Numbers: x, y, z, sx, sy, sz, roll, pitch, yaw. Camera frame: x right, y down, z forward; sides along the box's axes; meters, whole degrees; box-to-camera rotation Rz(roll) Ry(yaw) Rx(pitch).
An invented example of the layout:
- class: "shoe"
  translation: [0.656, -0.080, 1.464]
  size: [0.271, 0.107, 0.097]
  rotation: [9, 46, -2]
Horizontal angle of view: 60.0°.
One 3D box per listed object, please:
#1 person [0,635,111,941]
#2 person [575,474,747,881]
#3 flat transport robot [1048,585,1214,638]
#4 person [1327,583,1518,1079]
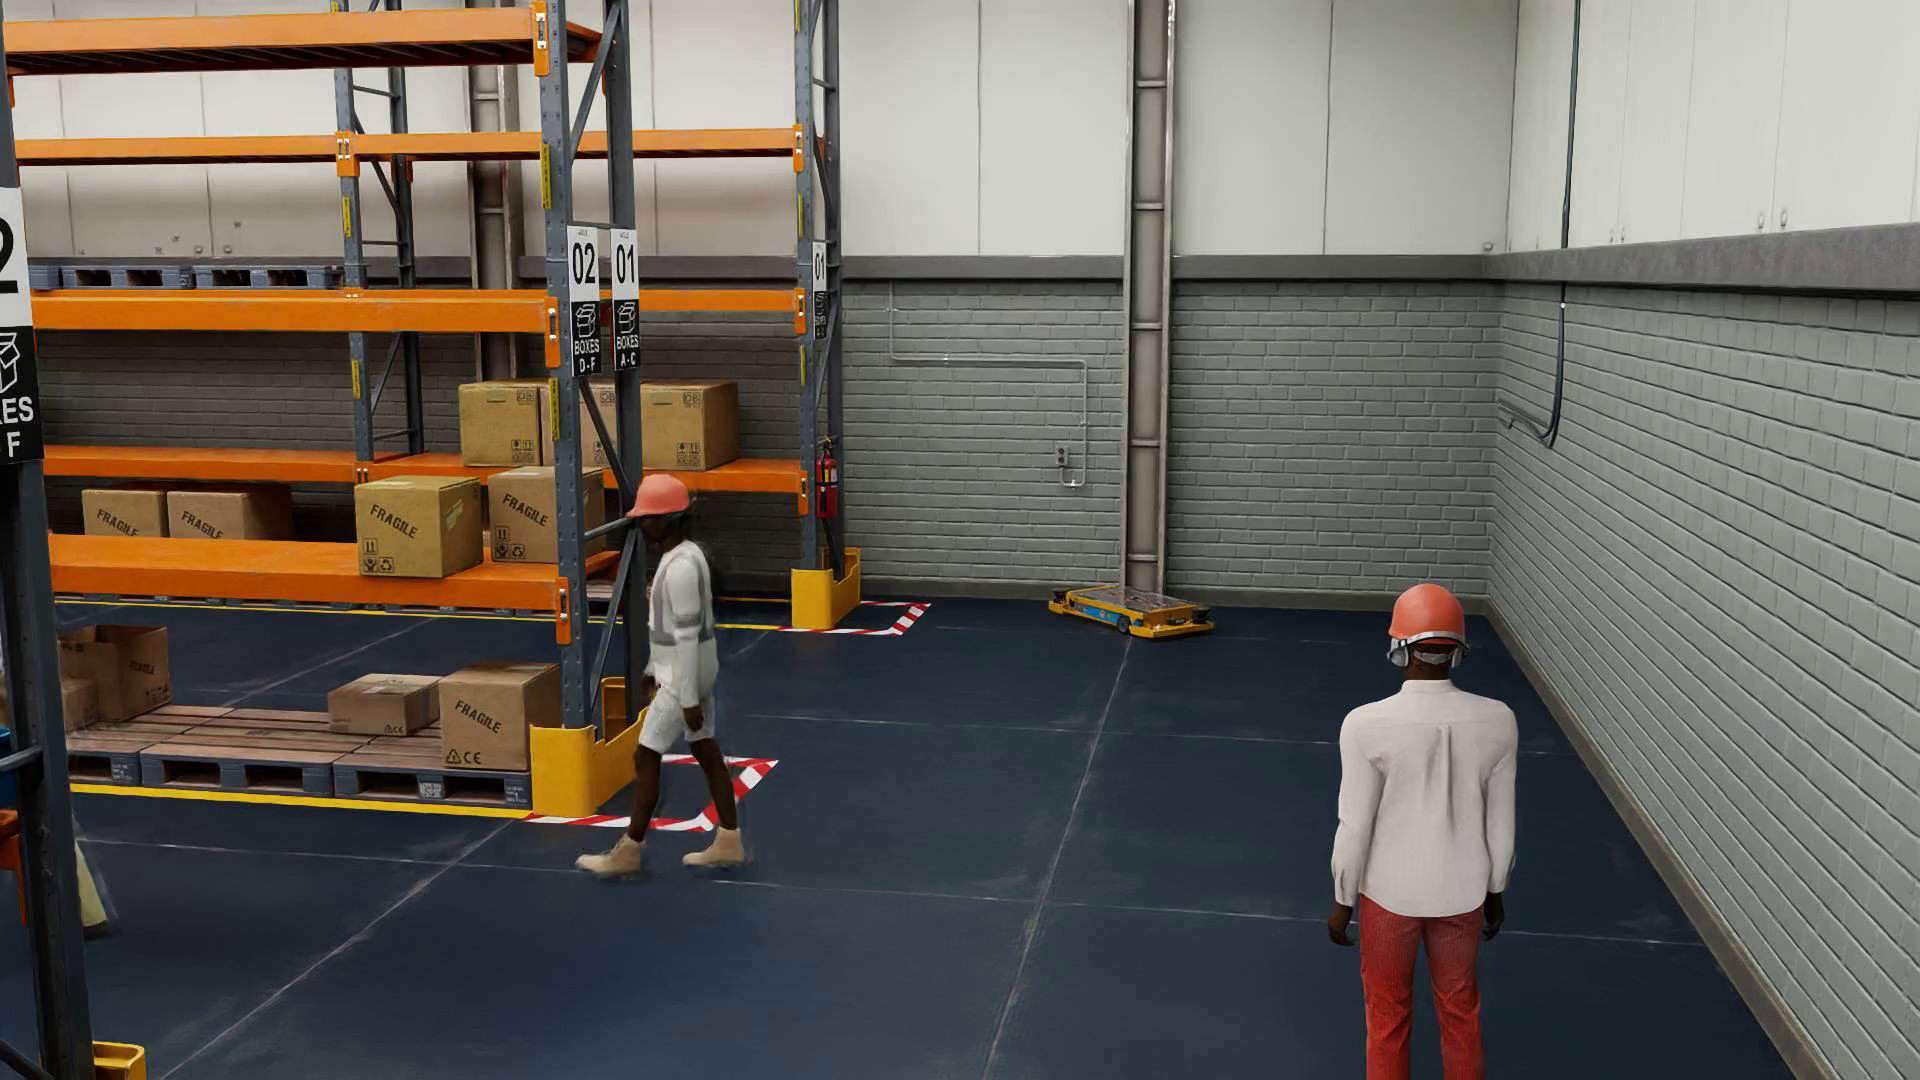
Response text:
- class: "person"
  translation: [-4.234, 0.948, 7.163]
  size: [0.976, 1.792, 0.590]
  rotation: [-4, 10, -21]
- class: "person"
  translation: [-1.498, 0.675, 8.181]
  size: [0.936, 2.001, 0.639]
  rotation: [-1, 9, -4]
- class: "flat transport robot"
  translation: [1.435, 0.584, 14.134]
  size: [0.652, 0.197, 1.431]
  rotation: [-6, 11, -33]
- class: "person"
  translation: [1.493, 1.129, 5.422]
  size: [0.623, 1.992, 0.397]
  rotation: [-2, 9, -10]
